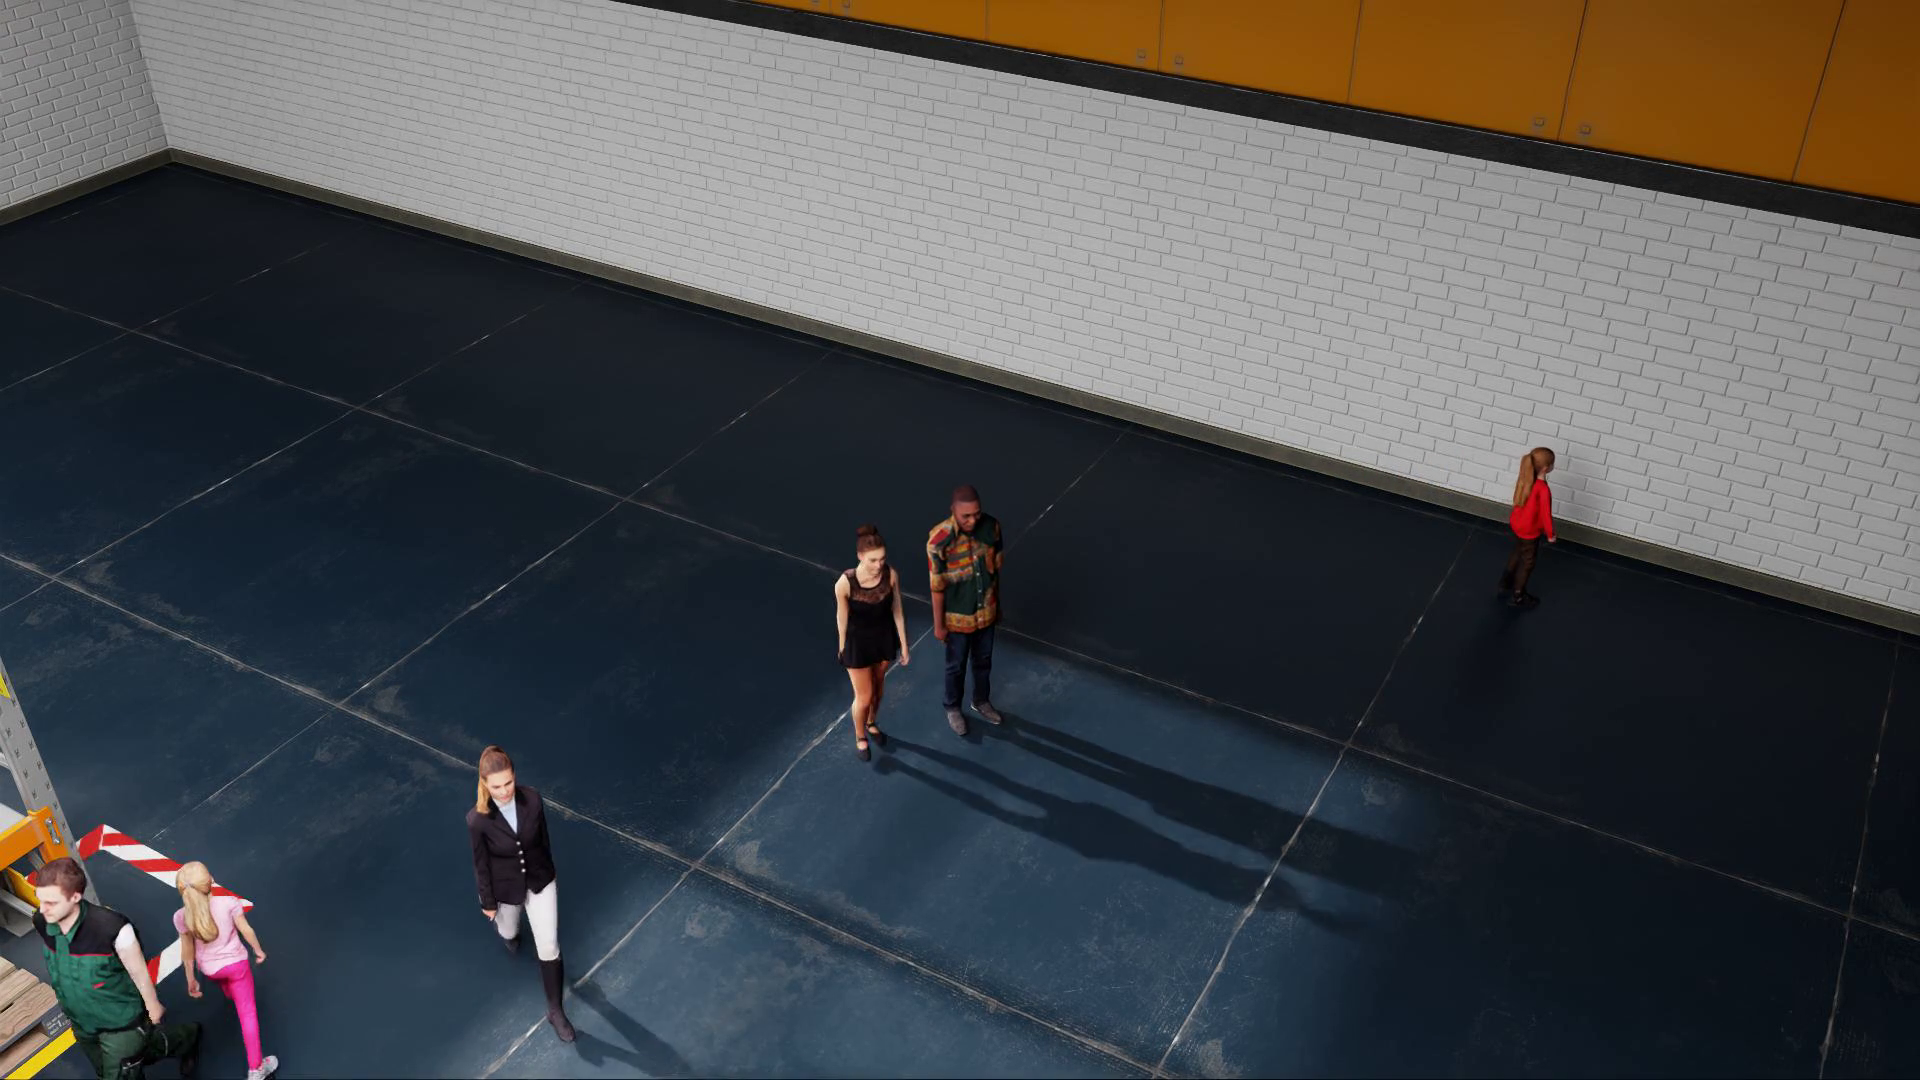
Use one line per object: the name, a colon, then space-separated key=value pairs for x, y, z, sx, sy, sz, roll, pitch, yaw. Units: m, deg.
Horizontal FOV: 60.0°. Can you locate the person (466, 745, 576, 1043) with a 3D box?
person: x=-2.306 y=1.760 z=8.629 sx=1.140 sy=1.700 sz=1.013 roll=-18 pitch=38 yaw=-25

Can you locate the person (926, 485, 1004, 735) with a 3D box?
person: x=0.043 y=0.408 z=10.567 sx=0.785 sy=1.805 sz=0.875 roll=-17 pitch=37 yaw=-24

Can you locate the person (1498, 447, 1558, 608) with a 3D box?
person: x=4.003 y=-0.086 z=11.787 sx=0.684 sy=1.279 sz=0.620 roll=-5 pitch=34 yaw=-7

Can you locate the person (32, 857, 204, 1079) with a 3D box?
person: x=-3.986 y=2.173 z=7.898 sx=0.794 sy=1.821 sz=1.093 roll=9 pitch=35 yaw=14

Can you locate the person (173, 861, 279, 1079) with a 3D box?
person: x=-3.713 y=2.192 z=8.400 sx=0.908 sy=1.234 sz=0.987 roll=-7 pitch=34 yaw=-10

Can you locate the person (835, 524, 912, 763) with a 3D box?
person: x=-0.594 y=0.581 z=10.431 sx=0.683 sy=1.669 sz=0.751 roll=-16 pitch=37 yaw=-23
